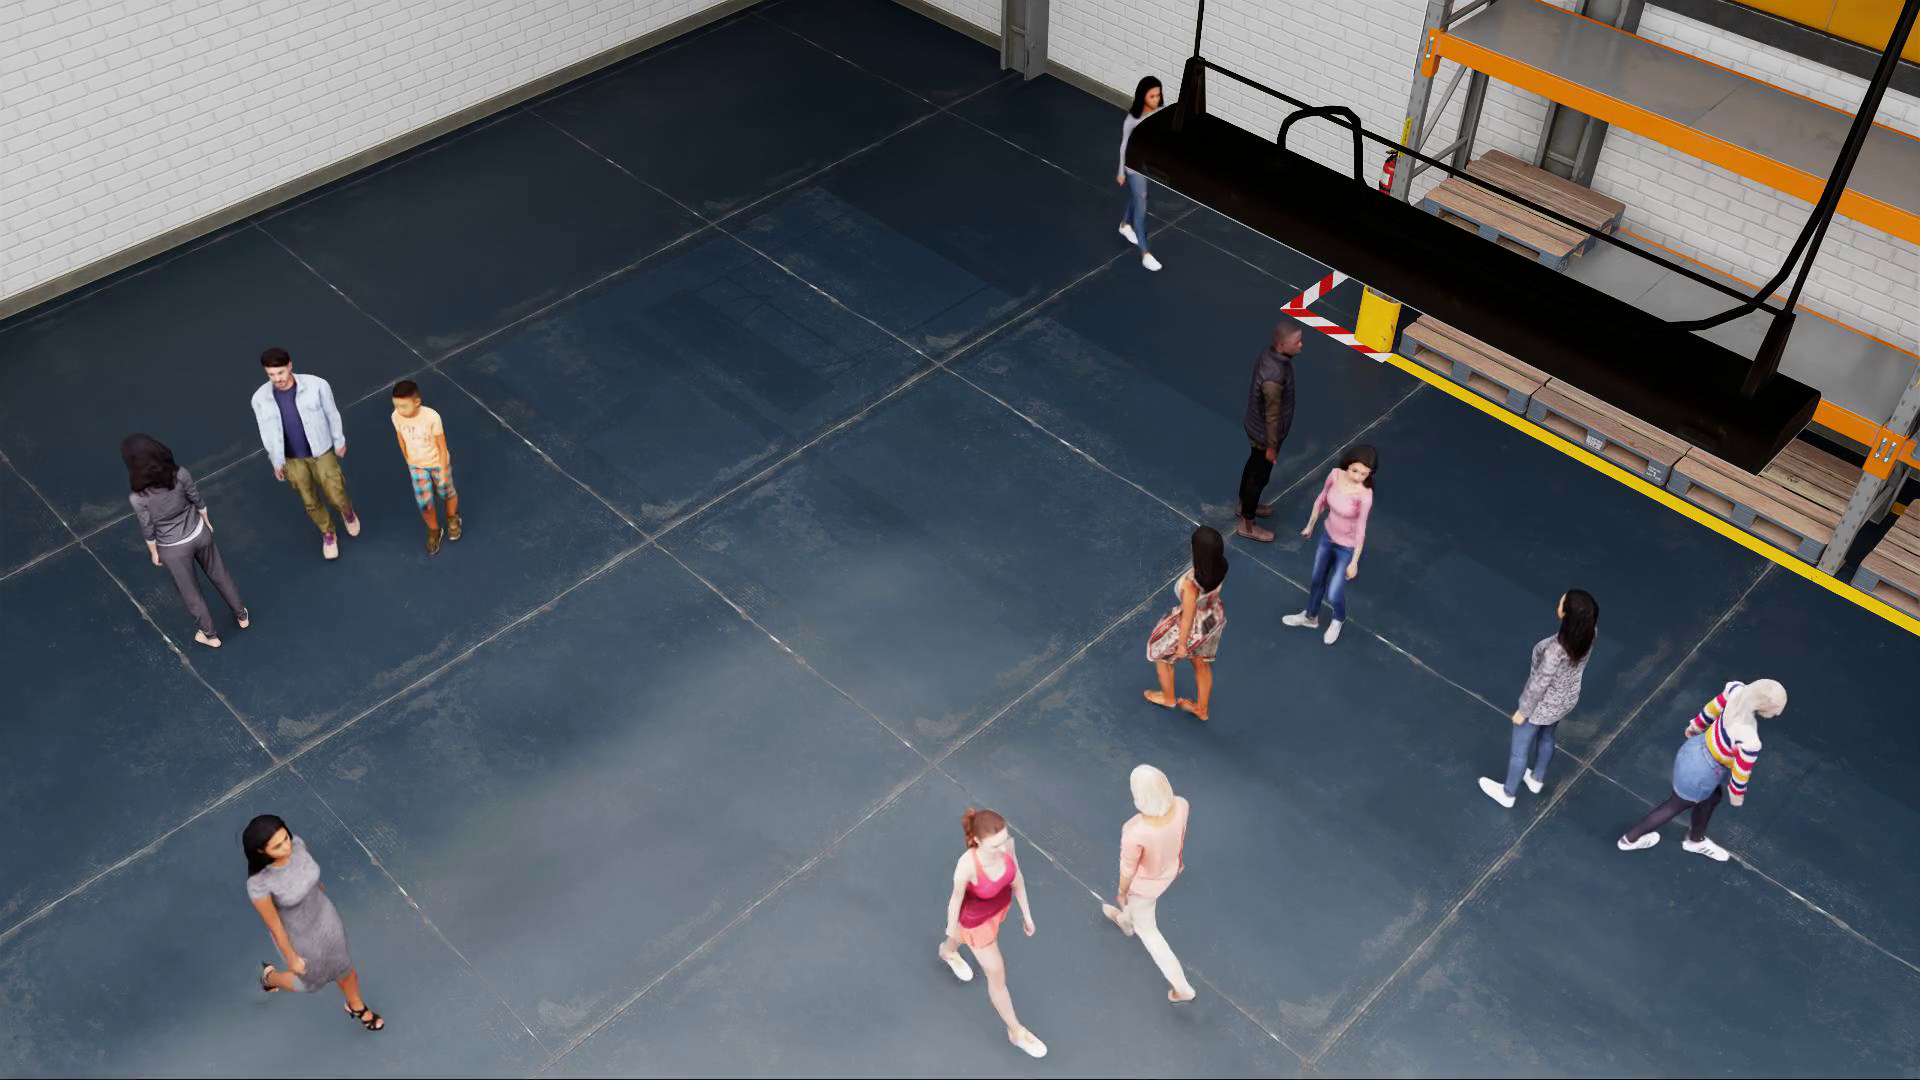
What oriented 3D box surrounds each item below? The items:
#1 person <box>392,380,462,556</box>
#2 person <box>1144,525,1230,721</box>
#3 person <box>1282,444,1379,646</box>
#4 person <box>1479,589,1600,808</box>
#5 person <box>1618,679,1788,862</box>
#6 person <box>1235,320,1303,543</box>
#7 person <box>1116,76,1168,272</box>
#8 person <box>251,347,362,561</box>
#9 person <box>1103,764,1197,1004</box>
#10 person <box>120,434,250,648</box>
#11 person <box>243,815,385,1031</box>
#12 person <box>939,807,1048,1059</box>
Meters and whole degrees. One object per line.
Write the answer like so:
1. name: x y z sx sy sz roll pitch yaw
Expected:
1. person: -3.784 -0.605 11.914 0.676 1.445 0.740 -2 44 -2
2. person: 1.562 0.587 10.527 0.672 1.632 0.668 31 52 29
3. person: 2.553 0.028 11.038 0.843 1.739 0.665 -9 44 -9
4. person: 3.562 0.966 10.058 0.653 1.731 0.586 -26 49 -25
5. person: 4.271 1.298 9.688 1.031 1.761 0.940 3 44 3
6. person: 2.181 -0.794 11.828 0.802 1.838 0.777 5 44 5
7. person: 1.554 -3.301 14.561 0.807 1.698 1.131 -23 48 -23
8. person: -4.599 -0.659 11.716 0.835 1.798 0.876 -9 44 -10
9. person: 1.098 1.893 9.115 0.662 1.690 1.086 -30 51 -28
10. person: -5.152 0.008 11.042 0.524 1.761 0.604 31 52 28
11. person: -3.570 2.071 8.876 1.033 1.762 0.848 13 45 13
12. person: 0.087 1.972 9.023 1.132 1.702 0.554 33 52 30
